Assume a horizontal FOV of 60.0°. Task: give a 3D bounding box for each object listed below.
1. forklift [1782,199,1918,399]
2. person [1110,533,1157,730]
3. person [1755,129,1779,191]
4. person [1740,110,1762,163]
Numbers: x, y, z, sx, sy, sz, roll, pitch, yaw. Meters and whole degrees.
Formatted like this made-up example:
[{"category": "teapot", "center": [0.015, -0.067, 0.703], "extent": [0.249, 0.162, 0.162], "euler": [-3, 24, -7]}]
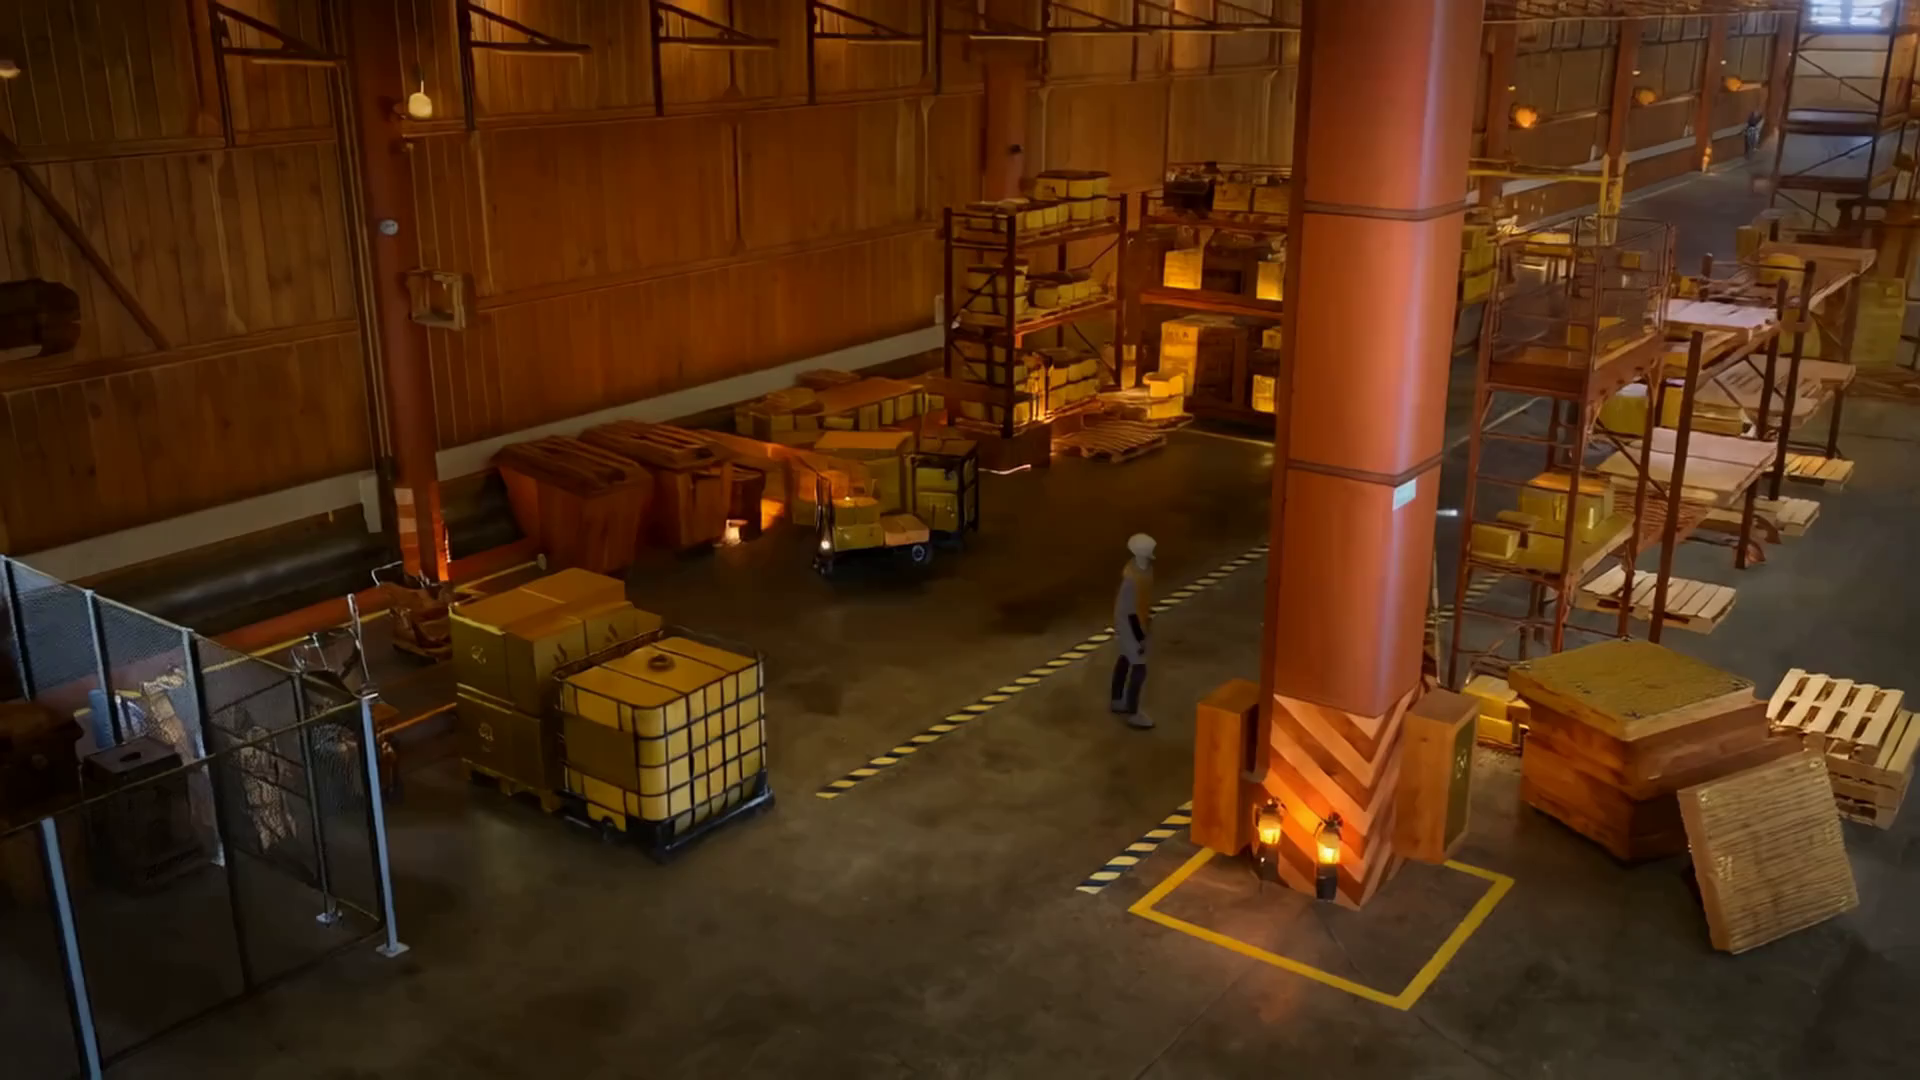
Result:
[{"category": "forklift", "center": [13.450, -3.685, 24.898], "extent": [1.129, 2.768, 1.873], "euler": [-1, 18, -4]}, {"category": "person", "center": [1.392, 0.704, 13.382], "extent": [0.378, 1.662, 0.568], "euler": [2, 18, 7]}, {"category": "person", "center": [24.541, -11.510, 50.437], "extent": [0.781, 1.880, 0.648], "euler": [-3, 18, -8]}, {"category": "person", "center": [28.185, -14.359, 59.217], "extent": [0.569, 1.840, 0.374], "euler": [17, 25, 42]}]
